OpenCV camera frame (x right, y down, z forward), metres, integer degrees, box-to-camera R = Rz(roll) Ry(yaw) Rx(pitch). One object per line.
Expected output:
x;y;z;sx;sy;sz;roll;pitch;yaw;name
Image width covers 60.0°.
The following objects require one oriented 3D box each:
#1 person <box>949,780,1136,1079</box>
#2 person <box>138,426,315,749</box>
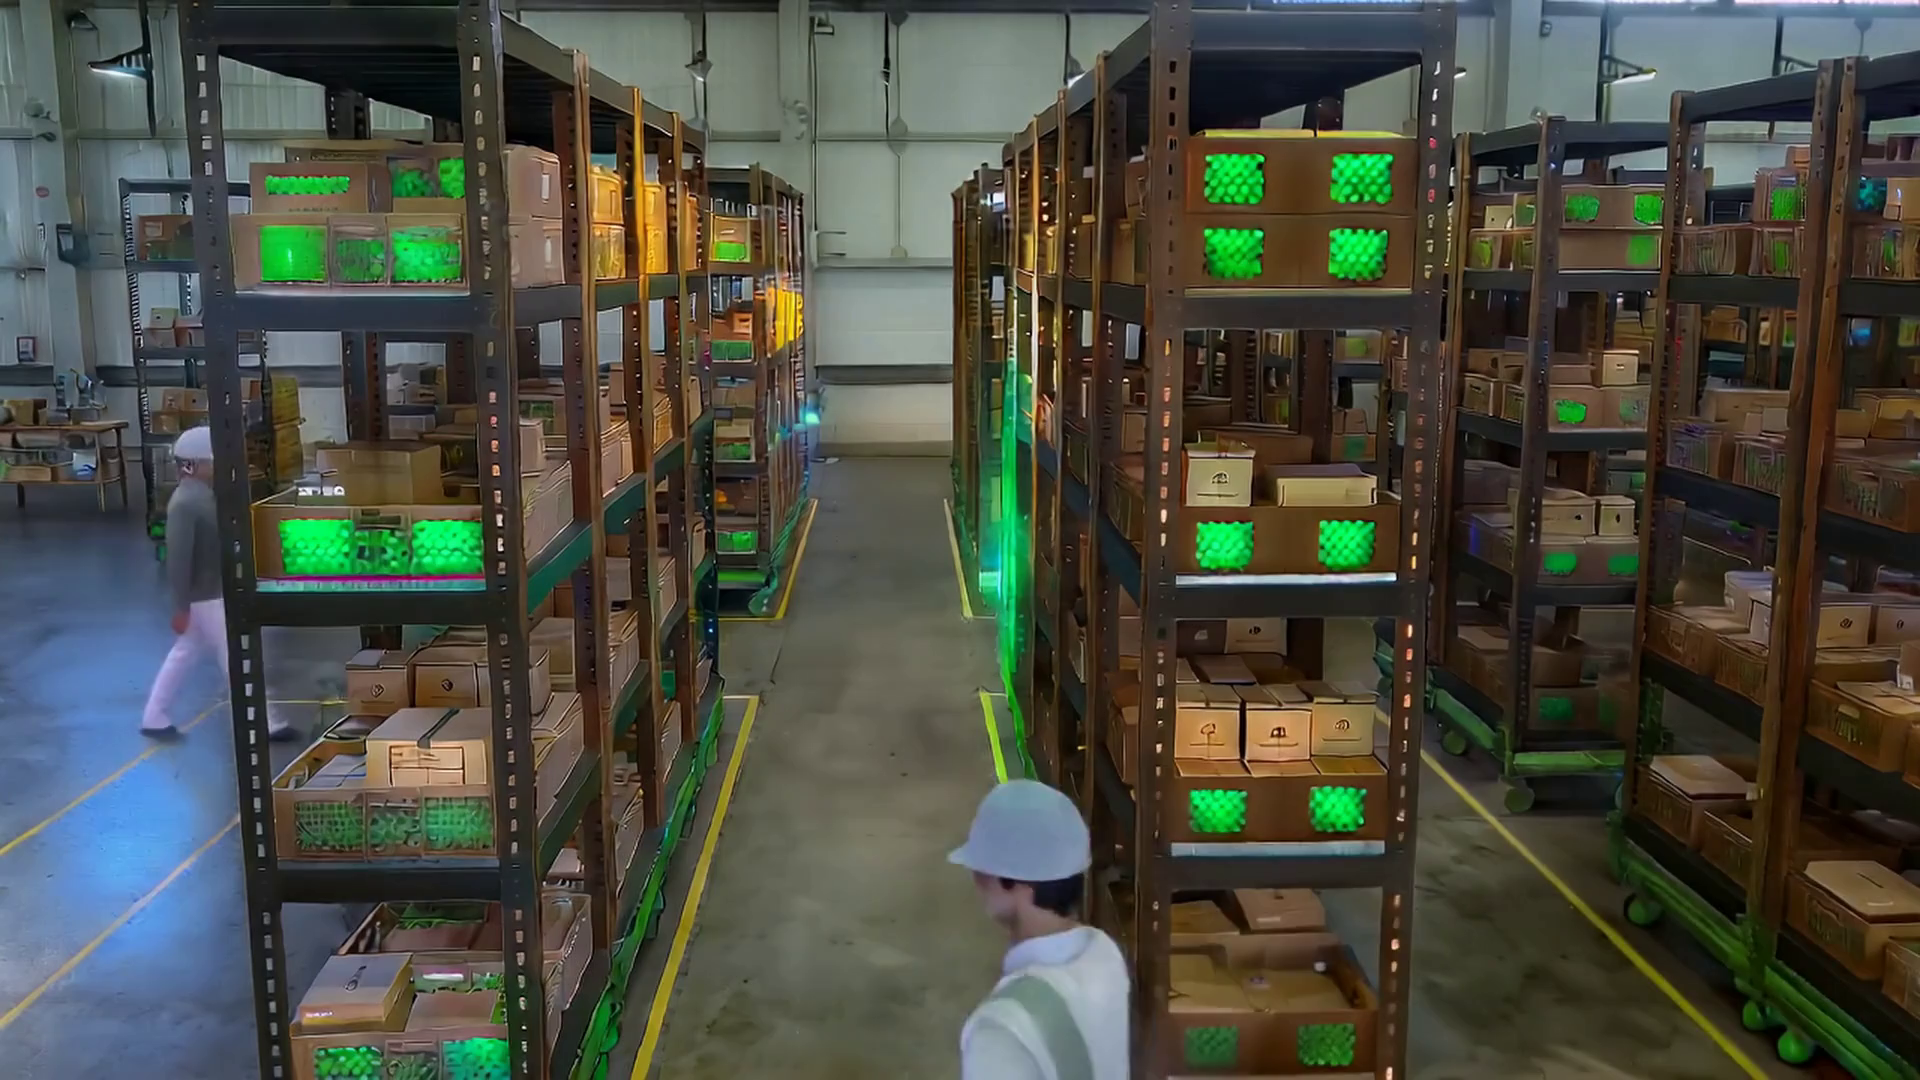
0.211;1.433;3.413;0.969;1.913;0.606;4;11;21;person
-4.427;0.294;9.794;1.030;1.945;0.607;-2;10;-12;person
